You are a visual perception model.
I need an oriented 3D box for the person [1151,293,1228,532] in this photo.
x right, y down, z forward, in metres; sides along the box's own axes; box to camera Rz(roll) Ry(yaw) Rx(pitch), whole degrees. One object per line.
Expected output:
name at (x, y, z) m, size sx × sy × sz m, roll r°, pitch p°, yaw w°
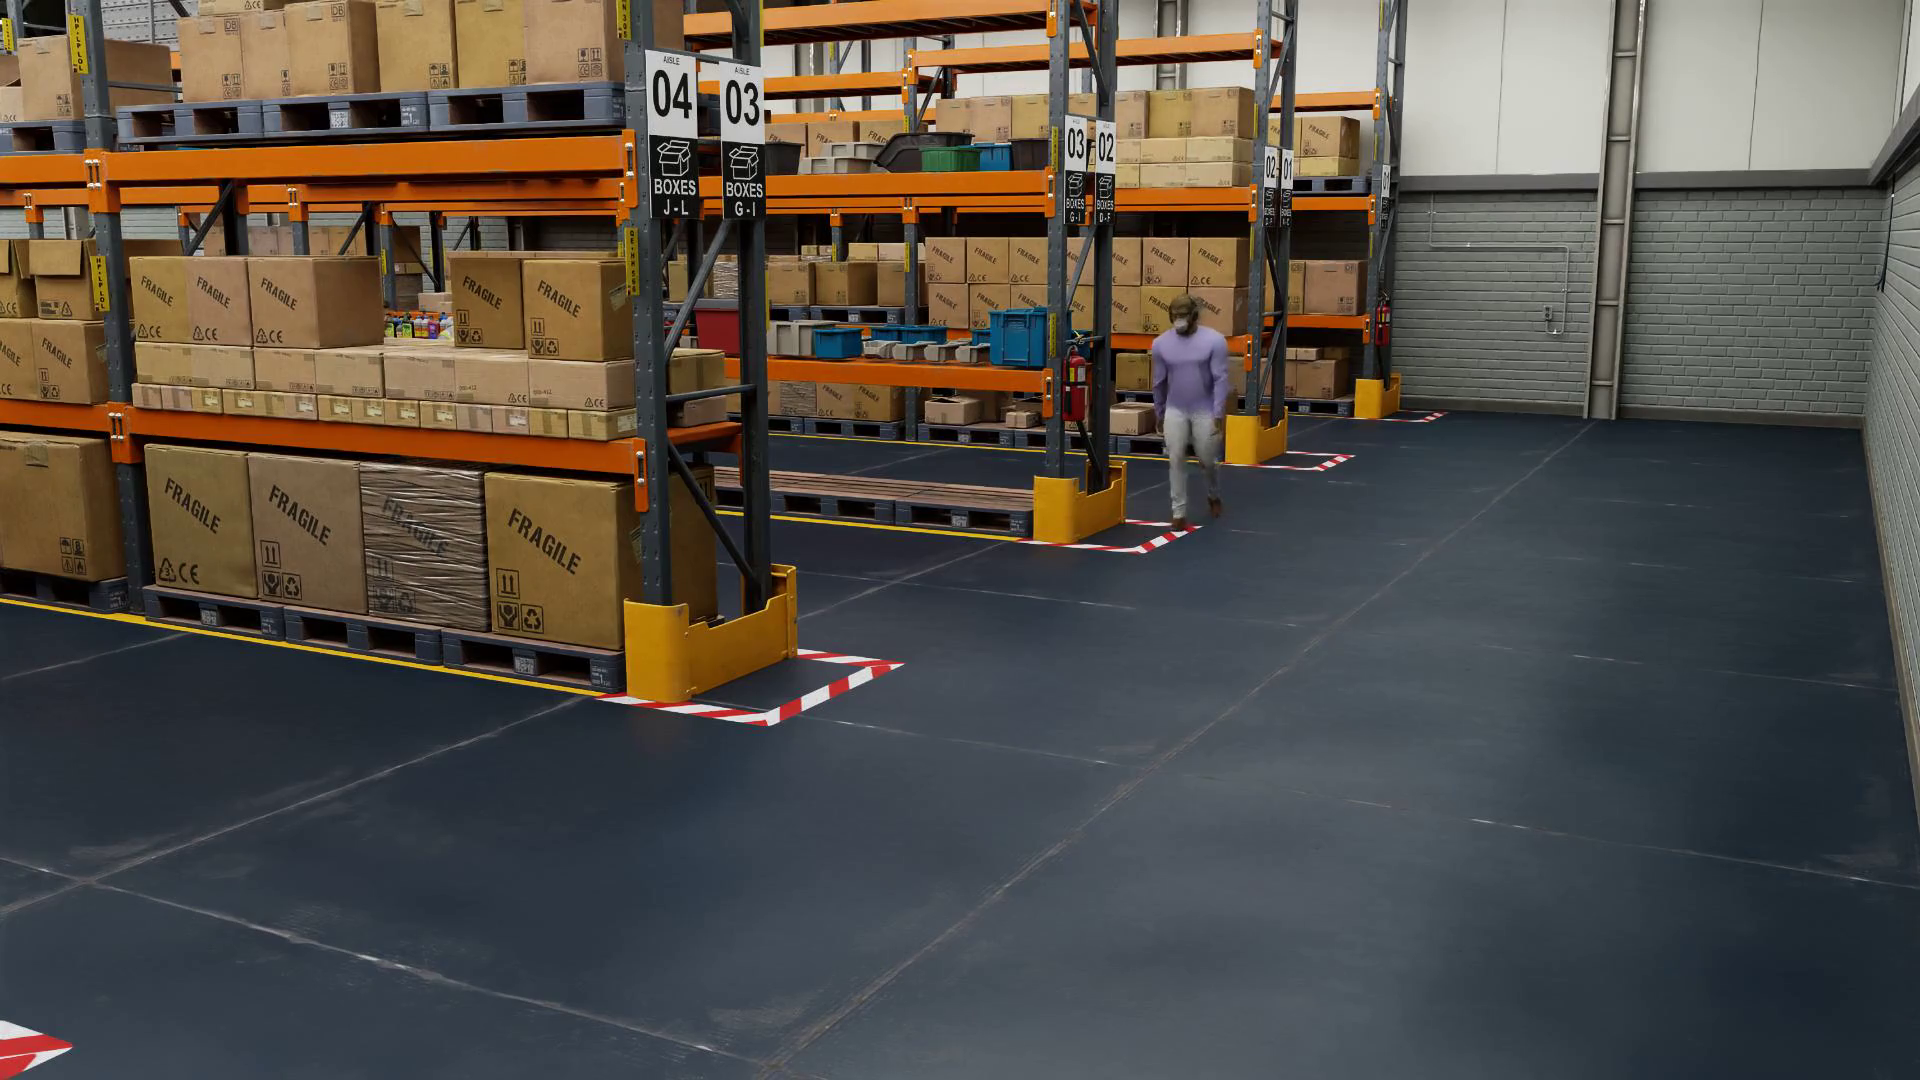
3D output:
person at (1.866, -1.037, 13.392) m, size 0.642 × 1.903 × 0.738 m, roll 4°, pitch 11°, yaw 20°

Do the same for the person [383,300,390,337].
person at (-4.902, -1.098, 13.909) m, size 0.388 × 1.834 × 0.565 m, roll 3°, pitch 11°, yaw 18°

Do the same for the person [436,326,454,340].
person at (-4.123, -1.140, 14.120) m, size 0.429 × 1.839 × 0.621 m, roll 7°, pitch 13°, yaw 34°
